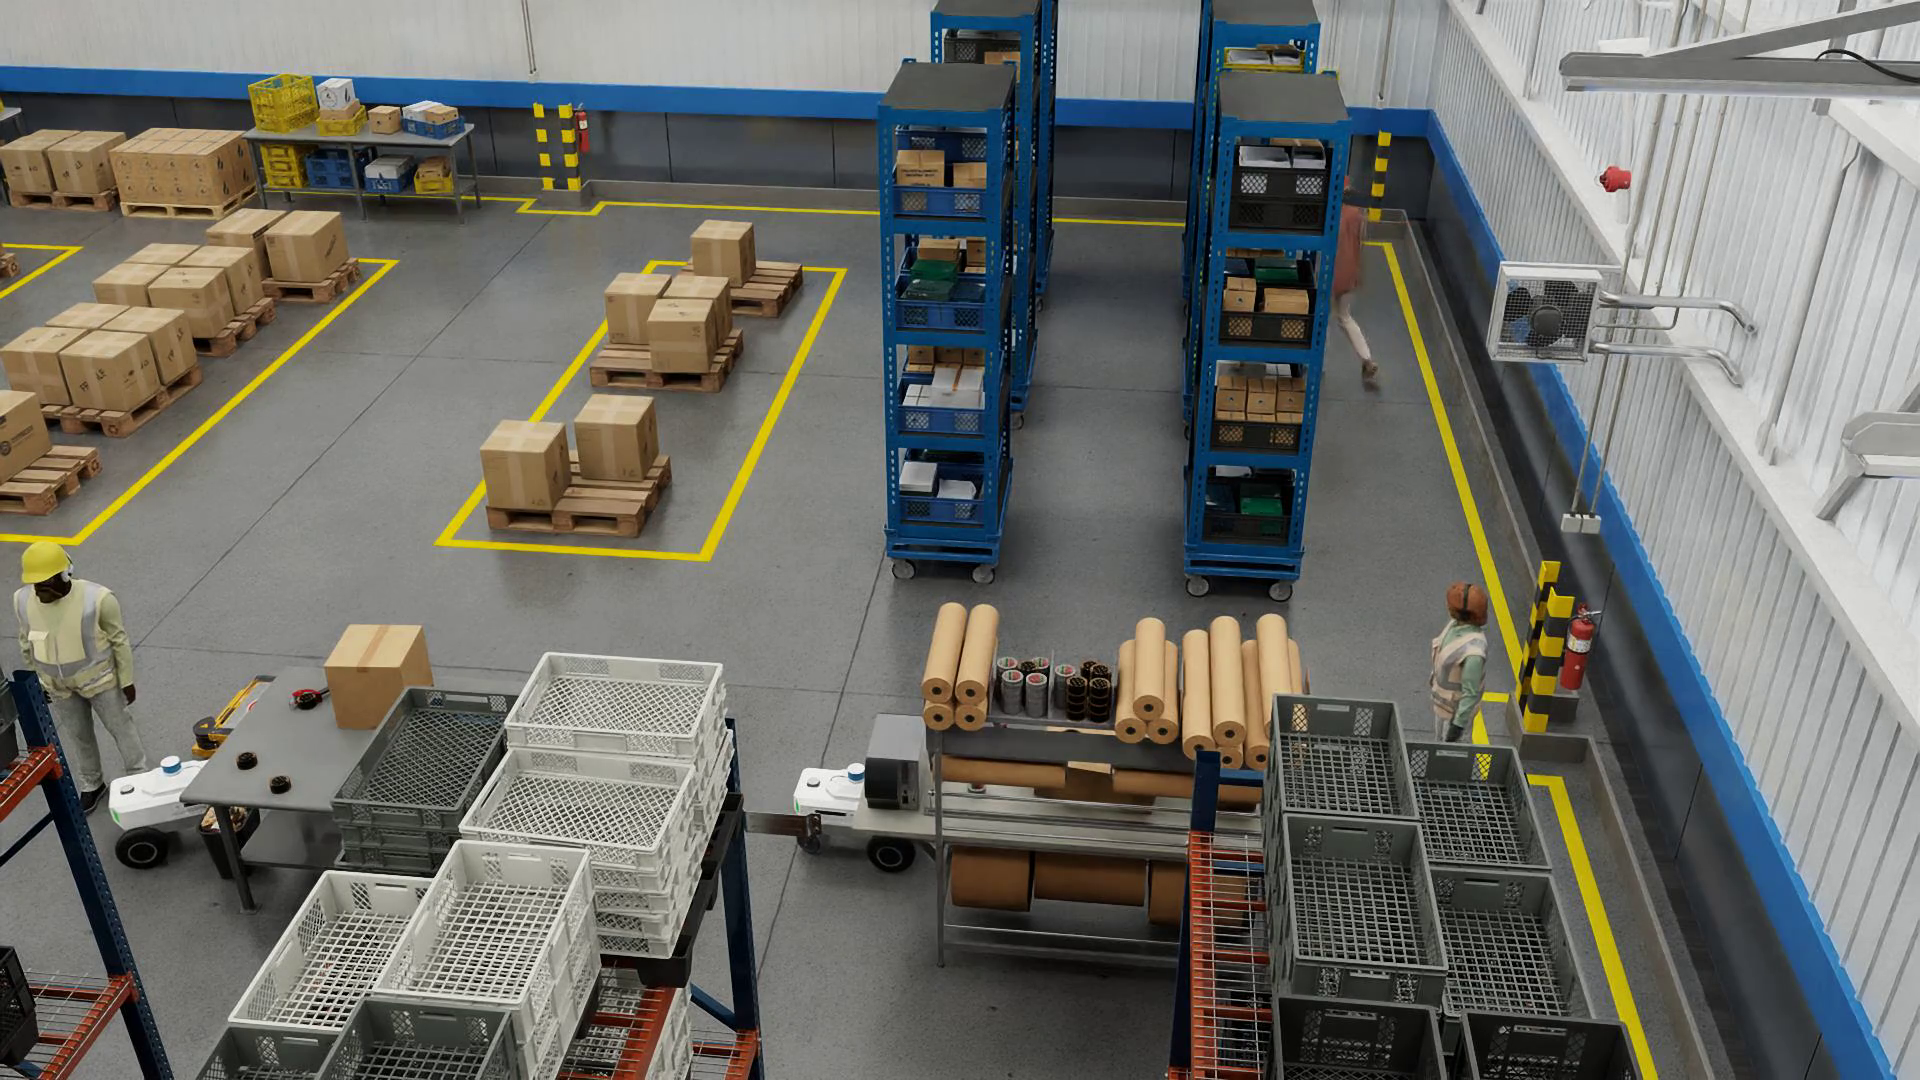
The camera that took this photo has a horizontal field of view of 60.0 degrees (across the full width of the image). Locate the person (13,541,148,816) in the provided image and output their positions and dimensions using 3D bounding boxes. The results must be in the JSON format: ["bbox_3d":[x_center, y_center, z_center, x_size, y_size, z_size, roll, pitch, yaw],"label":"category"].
[{"bbox_3d":[-5.135,0.807,9.718,0.586,1.833,0.403,-3,30,-4],"label":"person"}]

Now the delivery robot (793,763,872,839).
[{"bbox_3d":[-0.598,1.518,9.669,0.707,0.478,0.477,4,31,8],"label":"delivery robot"}]

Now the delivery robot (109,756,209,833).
[{"bbox_3d":[-4.562,1.484,9.728,0.707,0.478,0.477,-11,32,-18],"label":"delivery robot"}]

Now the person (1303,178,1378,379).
[{"bbox_3d":[3.468,-2.343,15.018,0.635,1.959,0.795,-24,38,-35],"label":"person"}]

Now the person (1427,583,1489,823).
[{"bbox_3d":[2.861,0.954,9.656,0.312,1.638,0.512,2,30,3],"label":"person"}]
